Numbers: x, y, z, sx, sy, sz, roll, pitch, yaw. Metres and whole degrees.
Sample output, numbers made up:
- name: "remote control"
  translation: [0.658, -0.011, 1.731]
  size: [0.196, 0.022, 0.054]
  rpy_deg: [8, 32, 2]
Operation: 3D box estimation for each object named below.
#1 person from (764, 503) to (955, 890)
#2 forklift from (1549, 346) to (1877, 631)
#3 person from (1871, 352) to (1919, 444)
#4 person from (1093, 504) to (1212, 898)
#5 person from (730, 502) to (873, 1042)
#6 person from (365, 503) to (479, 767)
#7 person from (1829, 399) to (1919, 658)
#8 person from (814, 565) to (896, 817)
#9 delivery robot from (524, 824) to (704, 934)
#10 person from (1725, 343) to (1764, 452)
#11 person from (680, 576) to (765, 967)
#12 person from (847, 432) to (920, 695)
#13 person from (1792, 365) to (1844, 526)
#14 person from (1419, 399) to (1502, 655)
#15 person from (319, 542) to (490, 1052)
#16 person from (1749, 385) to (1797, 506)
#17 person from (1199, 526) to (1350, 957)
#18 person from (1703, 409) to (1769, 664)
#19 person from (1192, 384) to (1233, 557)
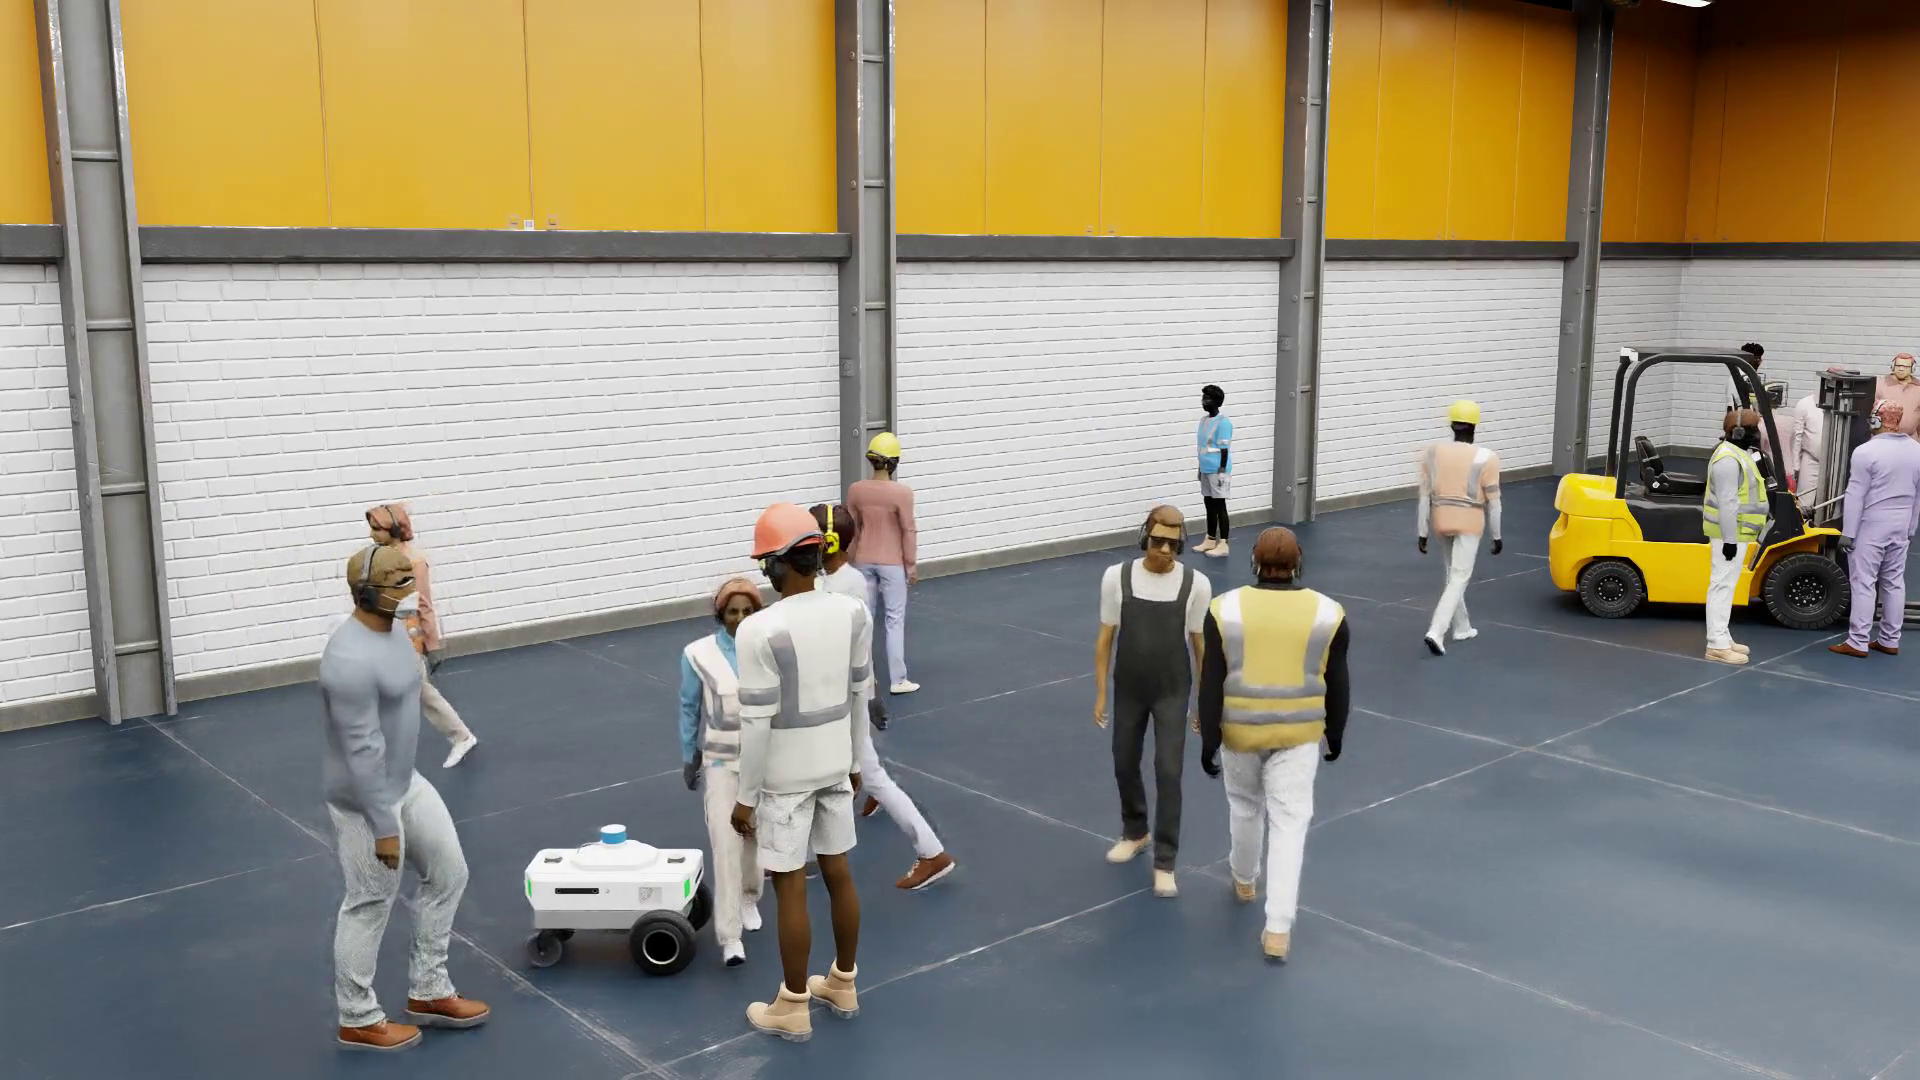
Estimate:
- name: "person"
  translation: [-0.498, 0.732, 7.719]
  size: [0.985, 1.826, 0.504]
  rpy_deg: [0, 10, -3]
- name: "forklift"
  translation: [6.109, -0.478, 13.691]
  size: [2.313, 2.155, 1.214]
  rpy_deg: [3, 10, 16]
- name: "person"
  translation: [10.189, -1.085, 18.097]
  size: [0.642, 1.905, 0.399]
  rpy_deg: [2, 10, 9]
- name: "person"
  translation: [0.903, 0.716, 7.799]
  size: [0.549, 1.822, 0.613]
  rpy_deg: [2, 10, 12]
- name: "person"
  translation: [-0.613, 0.868, 6.279]
  size: [0.388, 2.034, 0.605]
  rpy_deg: [9, 13, 44]
- name: "person"
  translation: [-3.075, 0.569, 9.316]
  size: [0.523, 1.596, 0.845]
  rpy_deg: [9, 13, 44]
- name: "person"
  translation: [6.752, -0.083, 12.249]
  size: [0.640, 1.902, 0.402]
  rpy_deg: [-3, 10, -18]
- name: "person"
  translation: [-0.717, 0.703, 8.487]
  size: [0.772, 1.603, 0.504]
  rpy_deg: [-2, 10, -13]
- name: "delivery robot"
  translation: [-1.448, 1.440, 6.981]
  size: [0.707, 0.478, 0.477]
  rpy_deg: [0, 10, 1]
- name: "person"
  translation: [9.110, -1.319, 19.339]
  size: [0.610, 1.951, 0.388]
  rpy_deg: [-8, 12, -38]
- name: "person"
  translation: [-0.888, 0.963, 6.967]
  size: [0.515, 1.594, 0.856]
  rpy_deg: [-3, 10, -17]
- name: "person"
  translation: [-0.517, 0.159, 11.210]
  size: [0.527, 1.768, 0.331]
  rpy_deg: [5, 11, 28]
- name: "person"
  translation: [8.244, -0.703, 15.833]
  size: [0.642, 1.913, 0.409]
  rpy_deg: [4, 10, 22]
- name: "person"
  translation: [3.709, -0.109, 12.435]
  size: [0.593, 1.890, 0.963]
  rpy_deg: [9, 13, 42]
- name: "person"
  translation: [-2.025, 0.954, 6.108]
  size: [0.678, 1.914, 0.650]
  rpy_deg: [0, 10, -1]
- name: "person"
  translation: [7.723, -0.586, 15.677]
  size: [0.739, 1.733, 0.520]
  rpy_deg: [-4, 10, -20]
- name: "person"
  translation: [1.366, 0.828, 7.242]
  size: [0.648, 1.790, 0.975]
  rpy_deg: [1, 10, 8]
- name: "person"
  translation: [5.649, -0.037, 12.136]
  size: [0.429, 1.846, 0.626]
  rpy_deg: [5, 11, 28]
- name: "person"
  translation: [2.498, -0.685, 16.383]
  size: [0.320, 1.693, 0.537]
  rpy_deg: [-3, 10, -18]
